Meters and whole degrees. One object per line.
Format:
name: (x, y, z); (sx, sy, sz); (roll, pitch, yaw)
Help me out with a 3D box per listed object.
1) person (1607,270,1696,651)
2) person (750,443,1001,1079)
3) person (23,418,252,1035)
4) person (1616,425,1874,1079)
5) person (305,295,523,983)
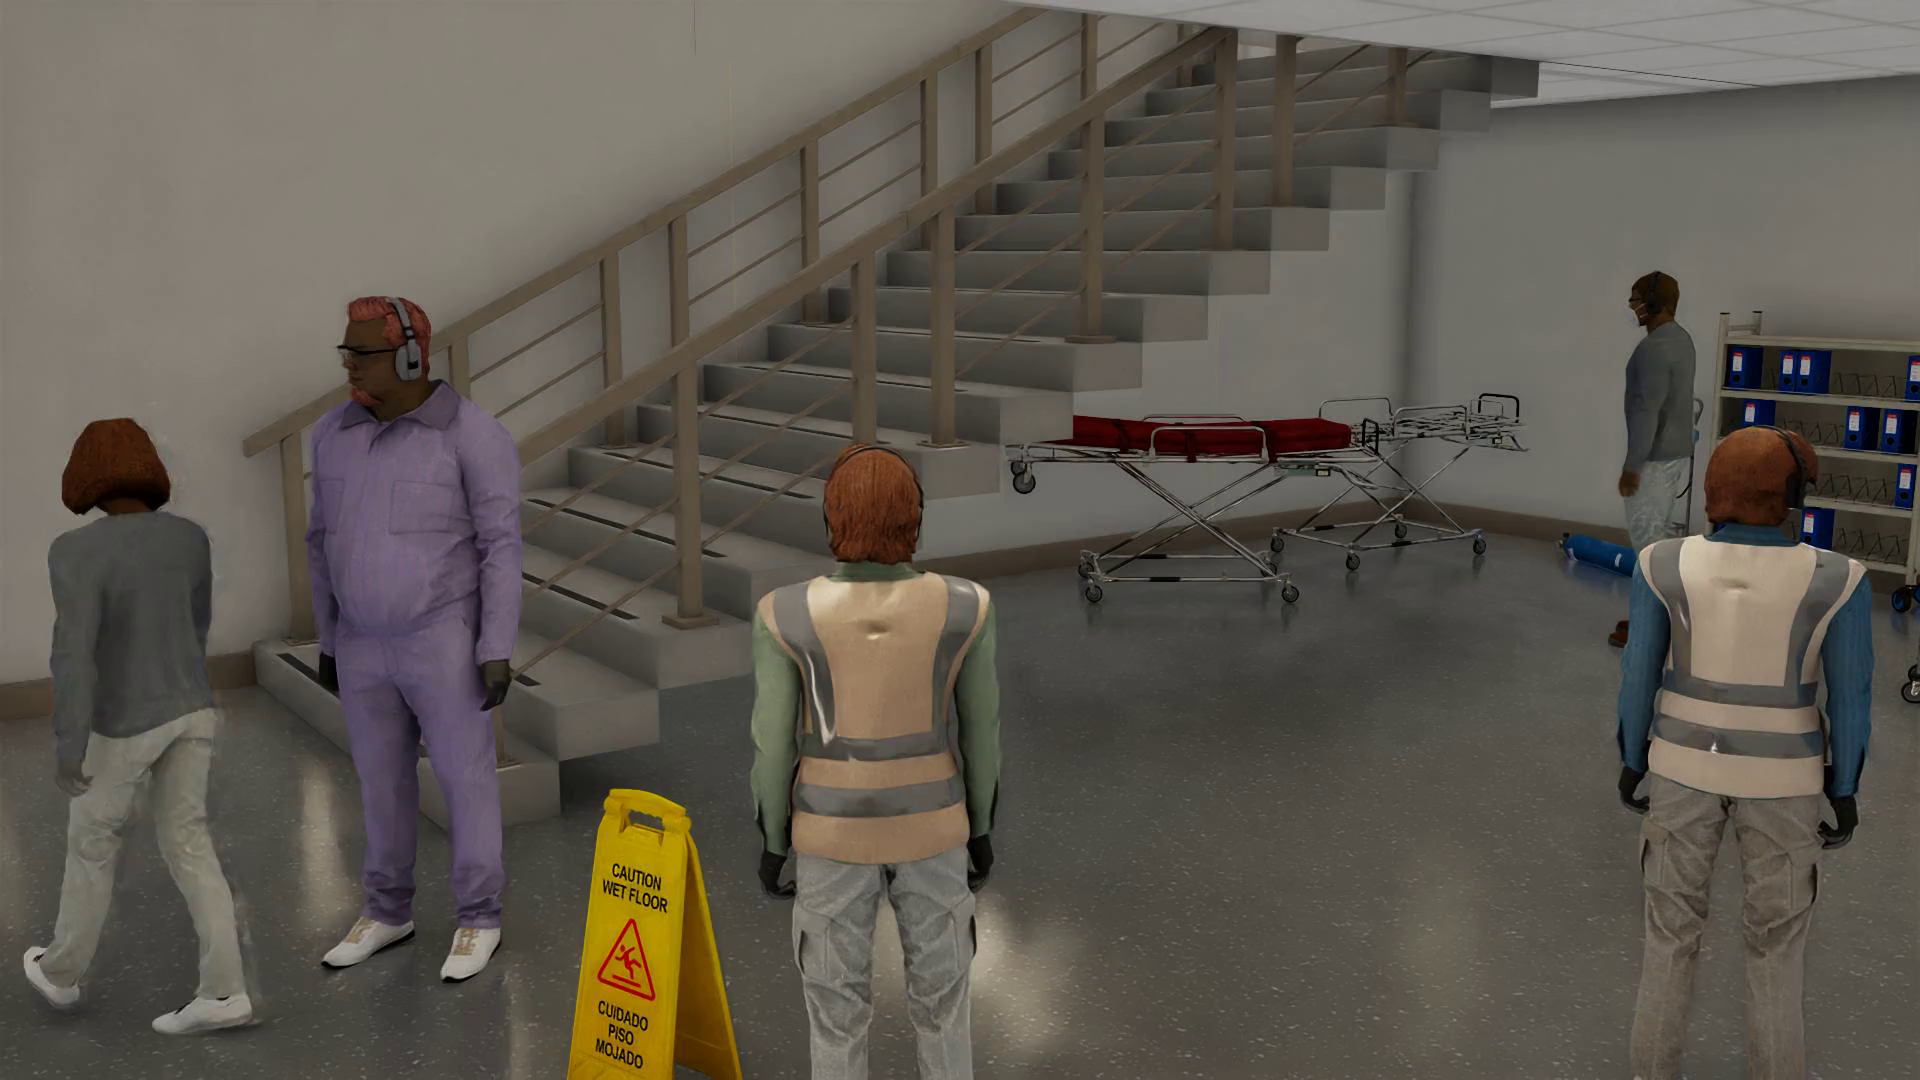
person: (3.548, -0.403, 8.509); (0.369, 1.929, 0.632); (6, 11, 30)
person: (-0.168, 0.624, 3.403); (0.514, 1.641, 0.315); (-2, 10, -10)
person: (-2.178, 0.484, 4.331); (0.747, 1.582, 0.577); (3, 10, 19)
person: (1.769, 0.557, 3.798); (0.523, 1.636, 0.310); (6, 11, 31)
person: (-1.533, 0.282, 4.620); (0.643, 1.905, 0.399); (3, 10, 17)
